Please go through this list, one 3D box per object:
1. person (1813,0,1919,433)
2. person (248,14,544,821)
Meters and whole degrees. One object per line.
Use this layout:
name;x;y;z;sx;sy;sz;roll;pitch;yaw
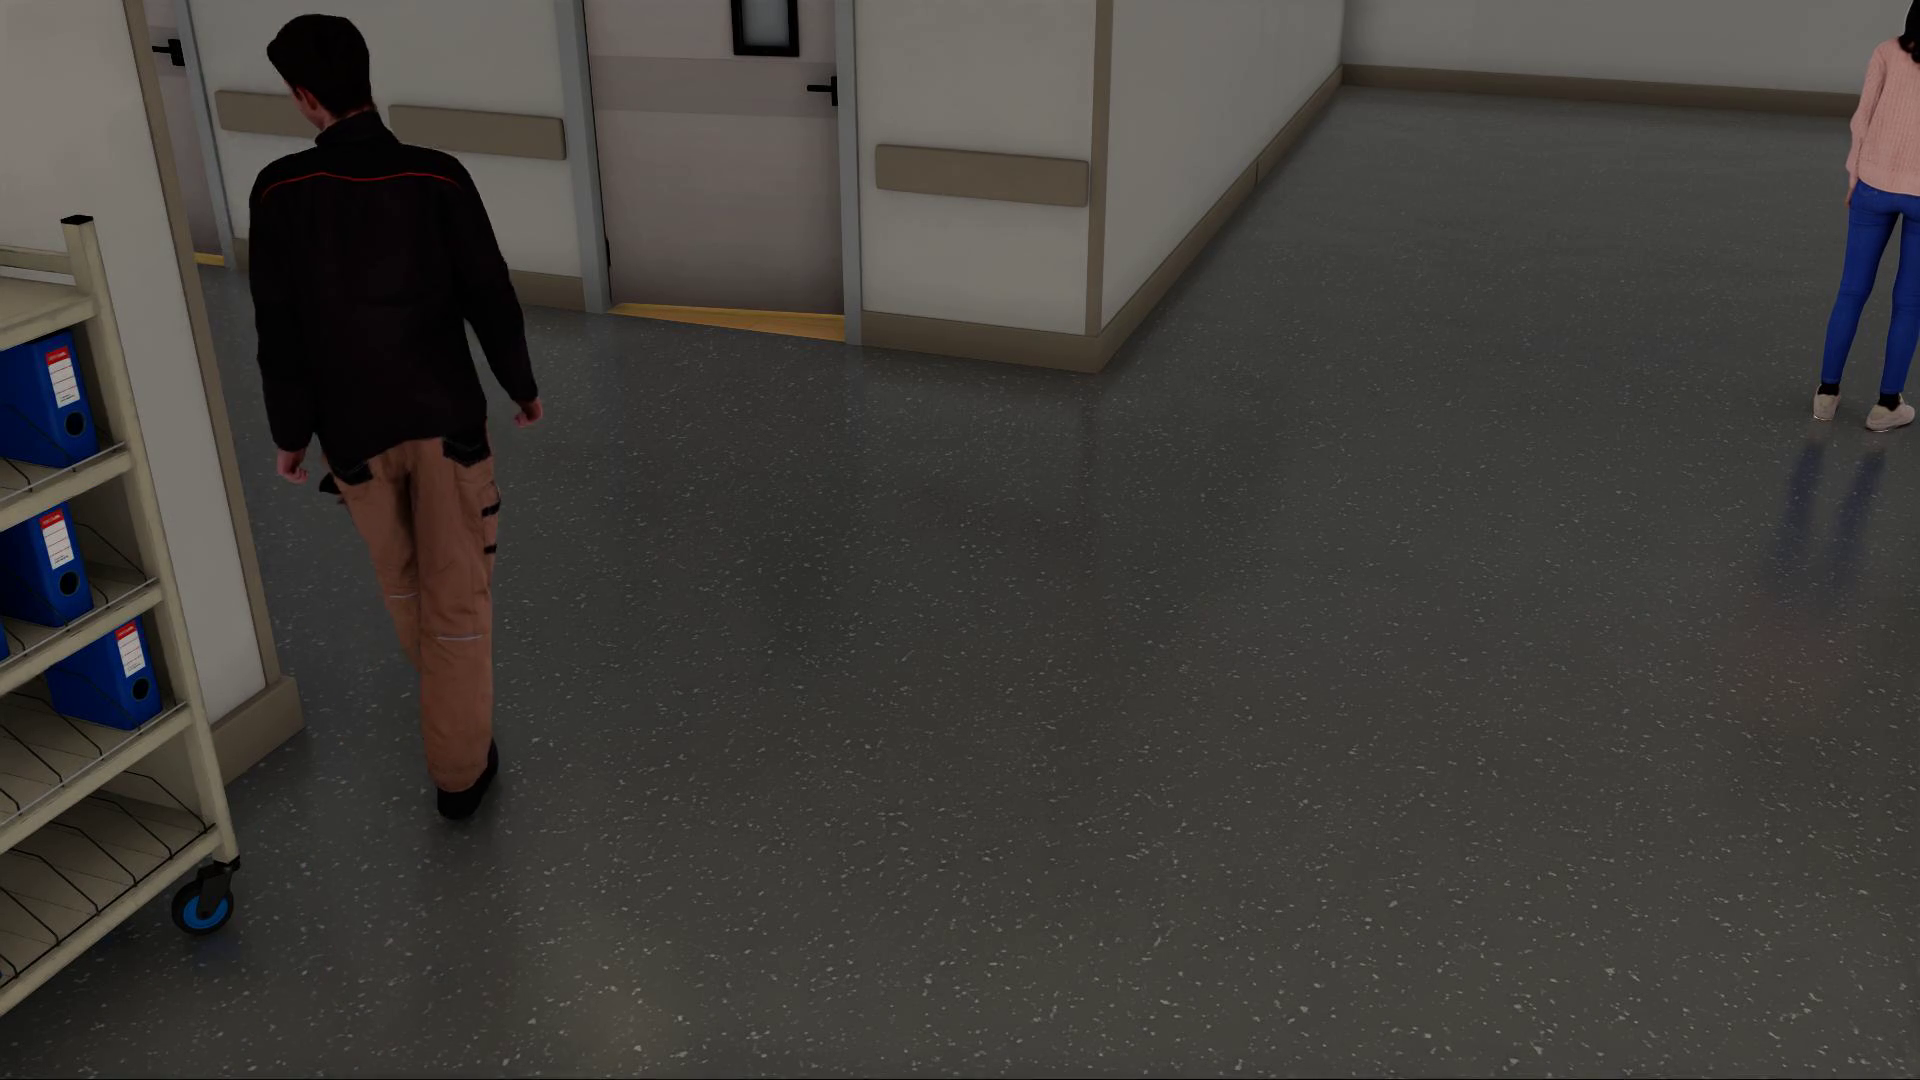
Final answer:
person;3.555;-1.287;6.258;0.714;1.770;0.684;22;33;38
person;-1.310;-0.201;3.877;1.101;1.882;1.226;-5;26;-11
